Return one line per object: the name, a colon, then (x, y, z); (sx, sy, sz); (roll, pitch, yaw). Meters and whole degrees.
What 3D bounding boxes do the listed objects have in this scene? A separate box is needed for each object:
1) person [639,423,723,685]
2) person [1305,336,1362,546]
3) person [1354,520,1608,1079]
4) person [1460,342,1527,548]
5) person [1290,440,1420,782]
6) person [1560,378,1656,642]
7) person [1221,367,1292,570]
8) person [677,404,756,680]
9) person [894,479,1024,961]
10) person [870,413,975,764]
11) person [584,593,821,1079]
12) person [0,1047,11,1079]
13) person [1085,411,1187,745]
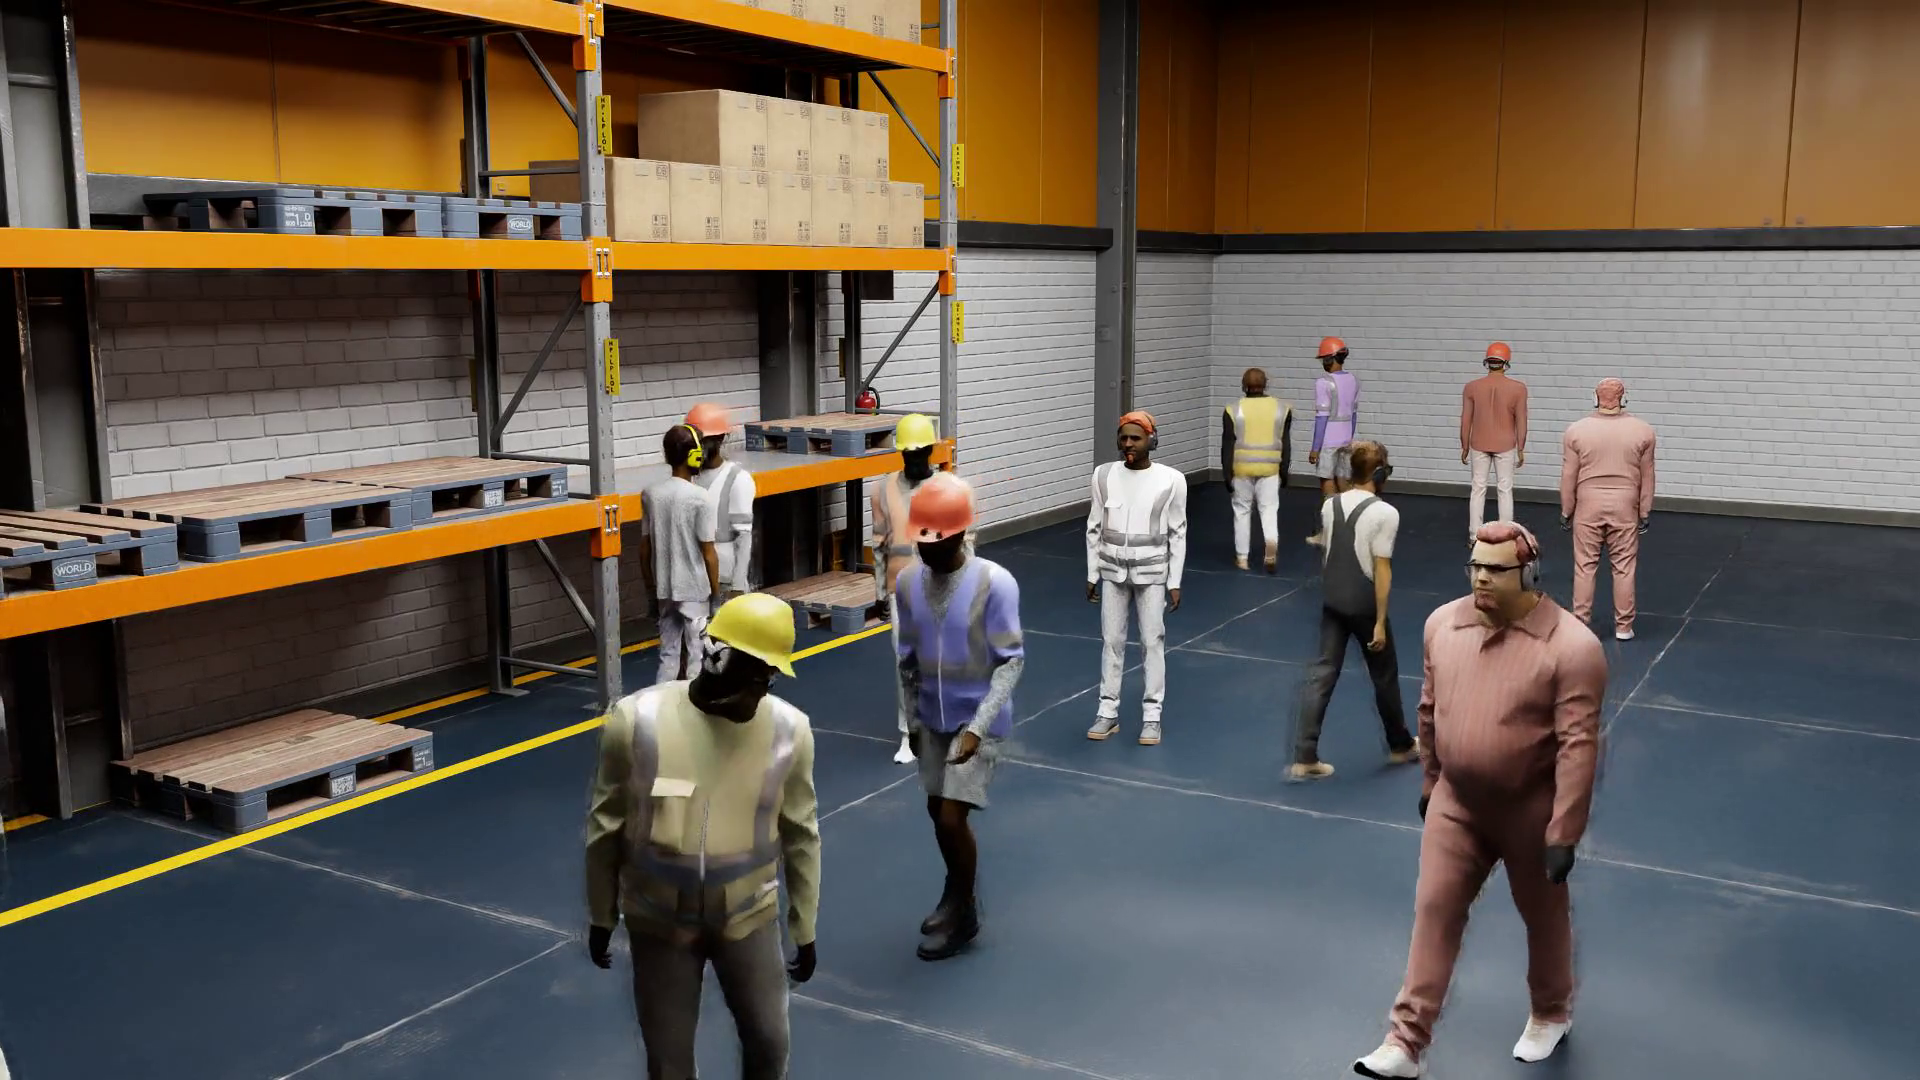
person: (-1.453, 0.319, 8.781); (0.533, 1.864, 0.310); (6, 11, 32)
person: (3.610, -0.953, 16.174); (0.607, 2.041, 0.377); (-8, 12, -41)
person: (1.719, 0.863, 5.404); (0.990, 1.853, 0.692); (-9, 13, -43)
person: (5.112, -0.895, 15.950); (0.612, 1.995, 0.393); (4, 10, 24)
person: (2.100, 0.366, 8.757); (0.985, 1.786, 0.522); (-7, 12, -38)
person: (4.660, -0.215, 12.004); (0.636, 1.902, 0.405); (3, 9, 16)
person: (2.621, -0.614, 14.726); (0.636, 1.826, 0.697); (0, 9, 0)
person: (-1.451, 0.203, 9.339); (0.567, 1.911, 0.788); (5, 11, 30)
person: (0.006, 0.689, 6.422); (0.574, 1.883, 0.620); (7, 11, 36)
person: (-0.192, 0.232, 9.252); (0.594, 1.900, 0.801); (2, 9, 12)
person: (-0.686, 1.035, 4.585); (0.669, 1.786, 0.407); (-2, 9, -10)
person: (-3.138, 0.983, 4.731); (0.859, 1.829, 0.554); (-2, 9, -14)
person: (0.980, 0.213, 9.381); (0.572, 1.883, 0.354); (4, 10, 22)
